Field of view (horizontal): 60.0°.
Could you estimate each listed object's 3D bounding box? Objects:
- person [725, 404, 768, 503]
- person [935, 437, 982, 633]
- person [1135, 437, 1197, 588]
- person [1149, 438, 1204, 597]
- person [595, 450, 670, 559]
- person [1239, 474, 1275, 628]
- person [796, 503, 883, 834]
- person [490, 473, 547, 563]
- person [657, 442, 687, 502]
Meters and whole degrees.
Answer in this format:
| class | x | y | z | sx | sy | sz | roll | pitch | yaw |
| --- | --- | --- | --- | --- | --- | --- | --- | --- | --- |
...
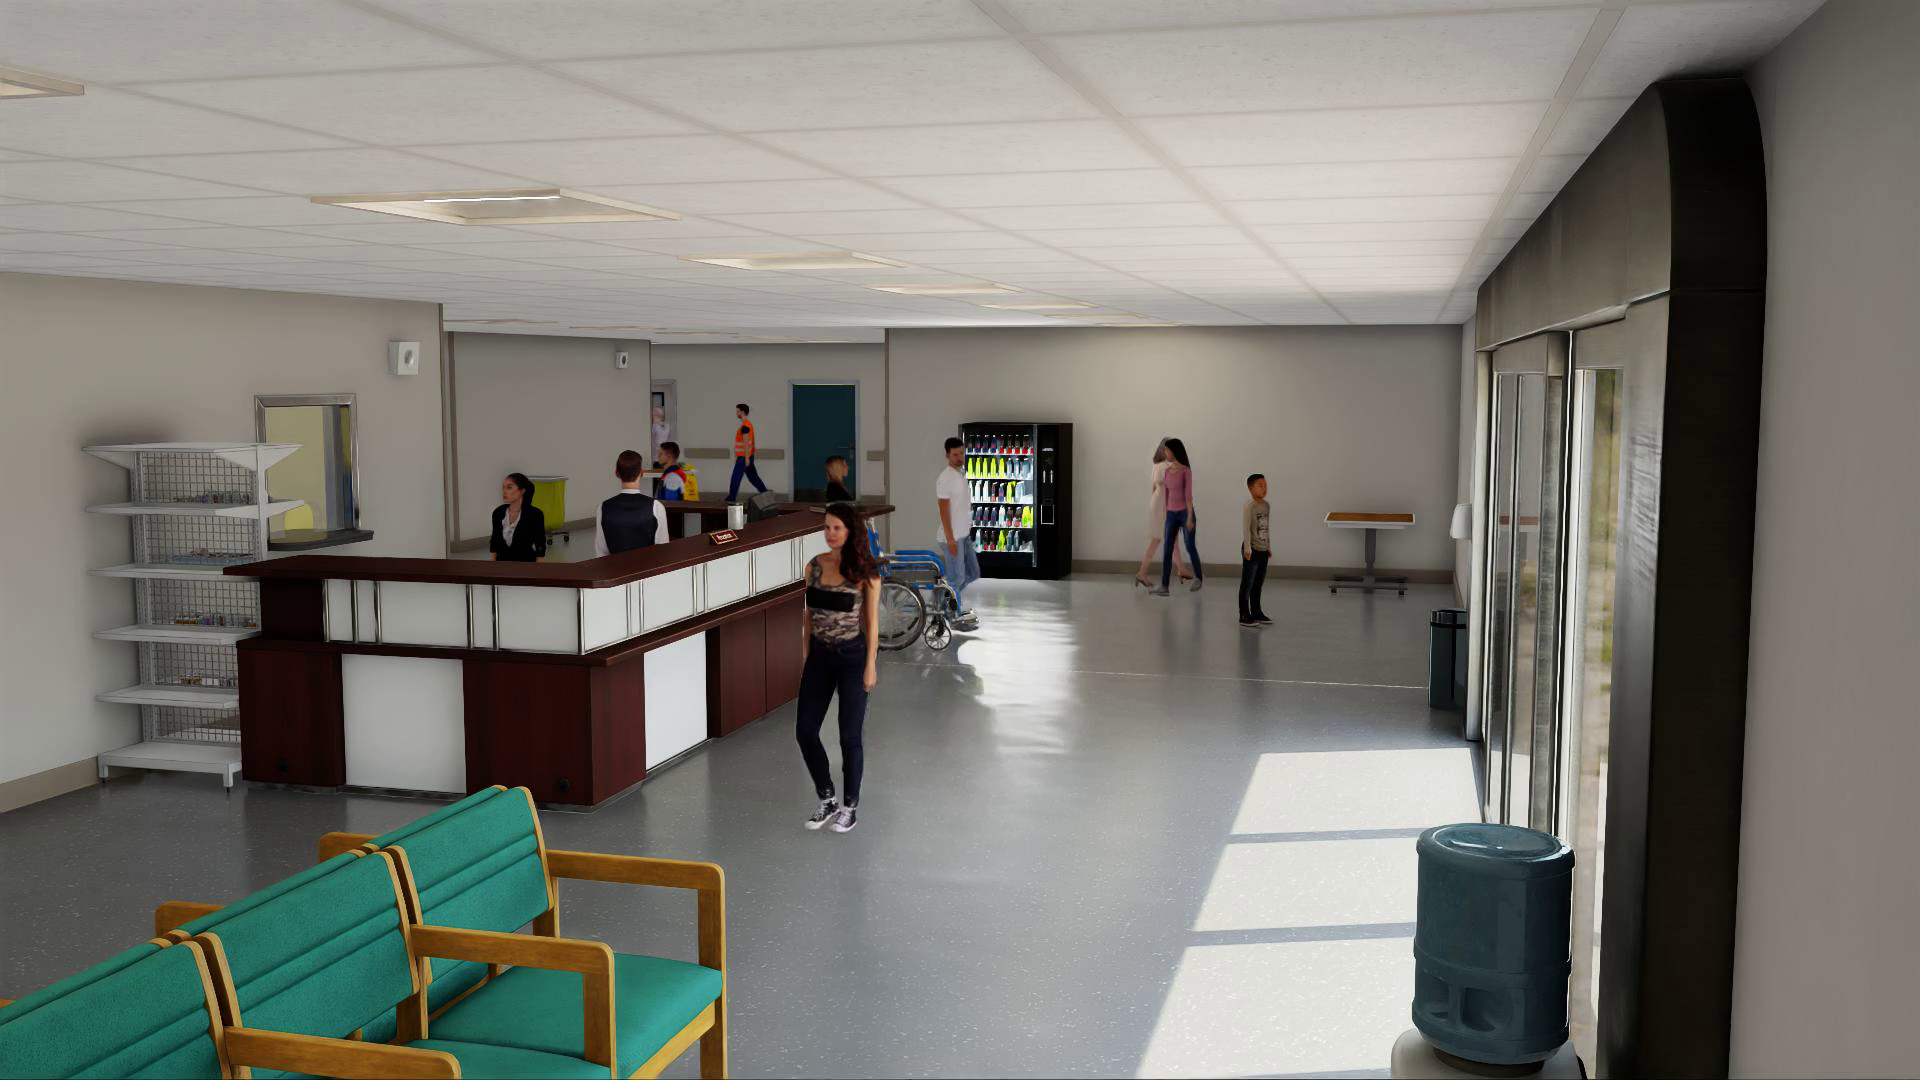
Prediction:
| class | x | y | z | sx | sy | sz | roll | pitch | yaw |
| --- | --- | --- | --- | --- | --- | --- | --- | --- | --- |
| person | -3.745 | -1.470 | 29.724 | 1.301 | 1.842 | 0.932 | 0 | 6 | -1 |
| person | -0.104 | -0.035 | 15.533 | 0.836 | 1.828 | 0.773 | 2 | 6 | 16 |
| person | 2.190 | -0.281 | 18.640 | 1.093 | 1.694 | 0.873 | -1 | 6 | -12 |
| person | 2.457 | -0.218 | 18.067 | 1.168 | 1.685 | 1.063 | 6 | 8 | 44 |
| person | -2.161 | 0.367 | 10.992 | 0.564 | 1.935 | 0.749 | 0 | 6 | 5 |
| person | 2.861 | 0.090 | 16.108 | 0.641 | 1.463 | 0.631 | 6 | 8 | 44 |
| person | -0.601 | 0.673 | 8.843 | 0.620 | 1.757 | 0.727 | 2 | 6 | 22 |
| person | -3.473 | 0.293 | 13.099 | 0.493 | 1.661 | 0.666 | 1 | 6 | 11 |
| person | -2.791 | -0.086 | 16.497 | 1.133 | 1.736 | 0.870 | 0 | 6 | -5 |
